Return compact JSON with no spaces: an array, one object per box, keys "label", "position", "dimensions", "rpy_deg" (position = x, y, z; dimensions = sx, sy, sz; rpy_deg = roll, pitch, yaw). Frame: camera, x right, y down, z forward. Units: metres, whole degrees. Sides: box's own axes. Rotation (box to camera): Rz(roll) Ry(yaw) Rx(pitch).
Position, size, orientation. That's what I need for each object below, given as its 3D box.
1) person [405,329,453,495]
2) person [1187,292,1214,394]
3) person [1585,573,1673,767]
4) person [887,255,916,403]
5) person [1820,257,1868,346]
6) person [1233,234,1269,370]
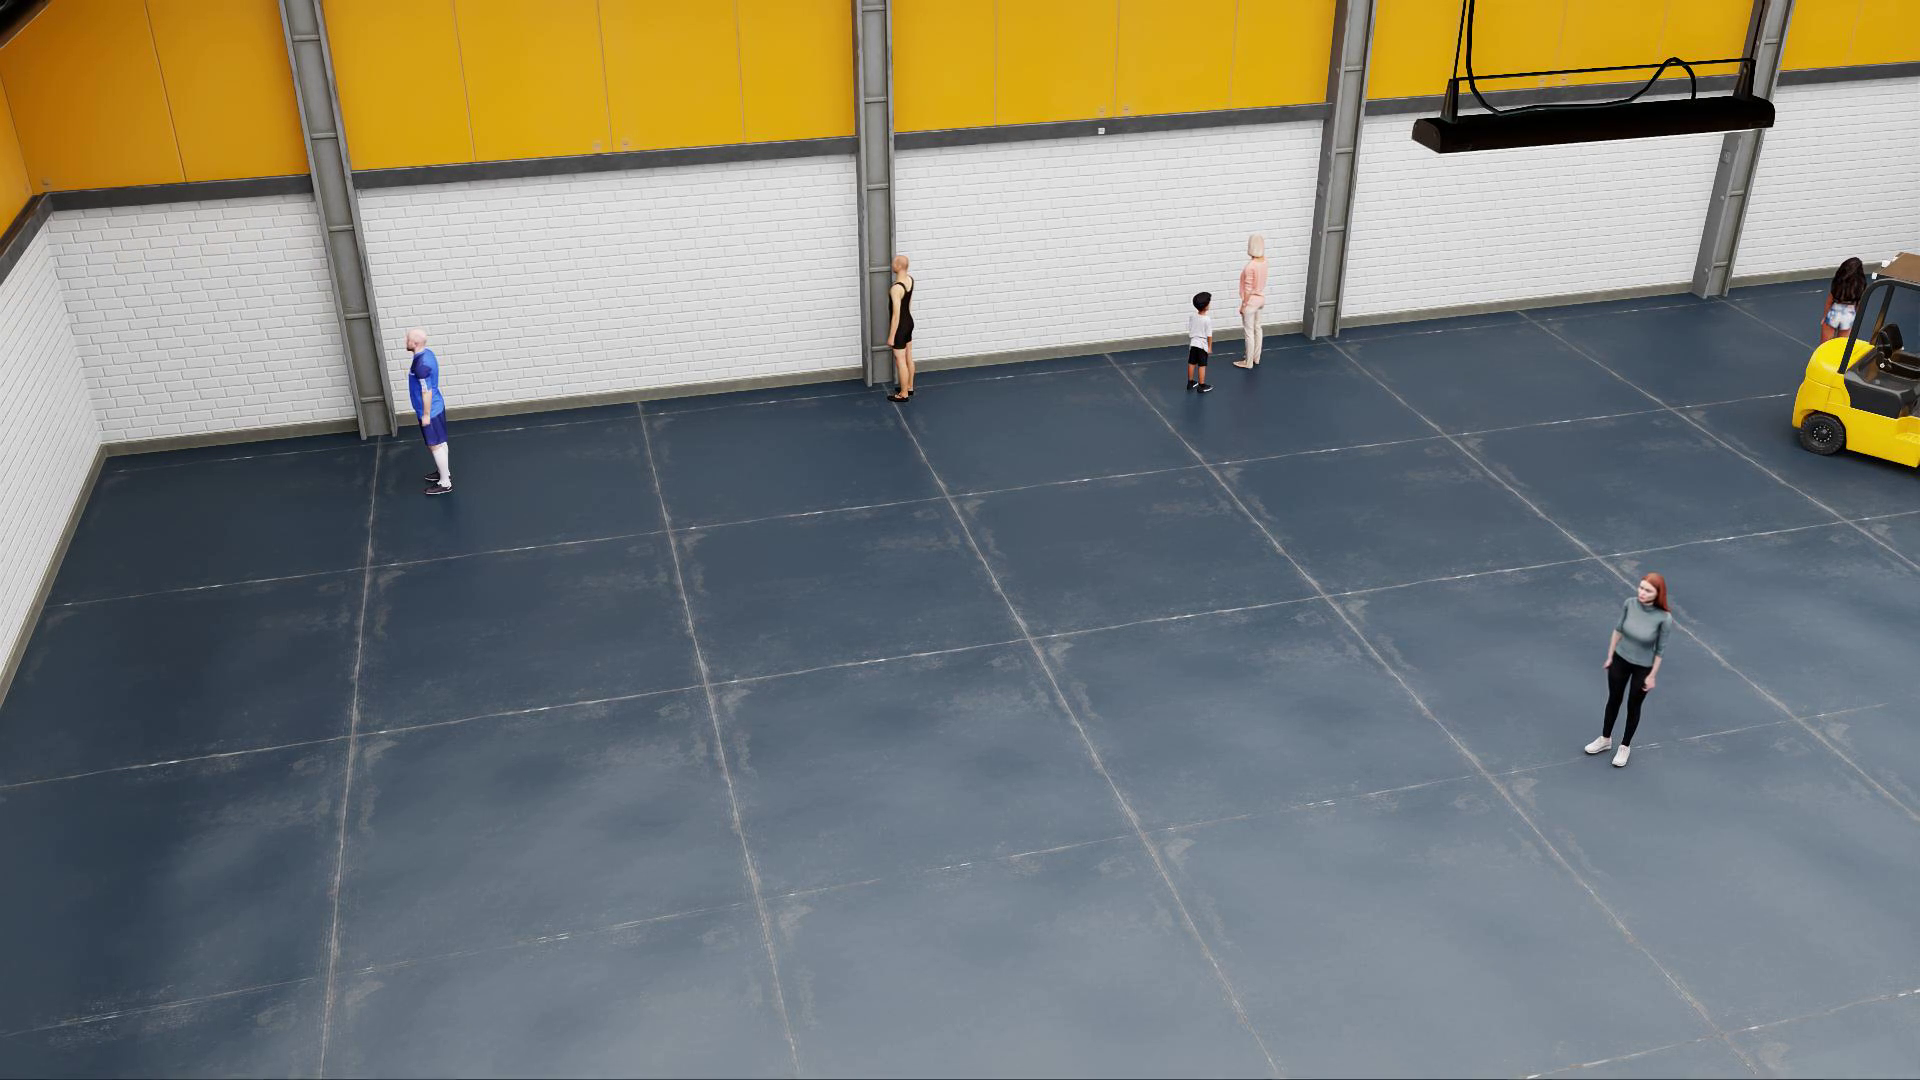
[{"label":"person","position":[-5.676,-1.401,17.784],"dimensions":[0.550,1.842,0.657],"rpy_deg":[-7,29,-13]},{"label":"person","position":[2.919,-2.417,20.253],"dimensions":[0.573,1.260,0.609],"rpy_deg":[25,37,38]},{"label":"person","position":[5.439,1.028,13.435],"dimensions":[0.667,1.742,0.659],"rpy_deg":[-21,35,-34]},{"label":"person","position":[-0.689,-2.538,19.895],"dimensions":[0.714,1.816,0.708],"rpy_deg":[10,30,17]},{"label":"person","position":[10.753,-2.671,20.338],"dimensions":[0.650,1.626,0.728],"rpy_deg":[10,30,18]},{"label":"person","position":[3.673,-2.994,20.827],"dimensions":[0.737,1.724,0.642],"rpy_deg":[22,35,34]}]
